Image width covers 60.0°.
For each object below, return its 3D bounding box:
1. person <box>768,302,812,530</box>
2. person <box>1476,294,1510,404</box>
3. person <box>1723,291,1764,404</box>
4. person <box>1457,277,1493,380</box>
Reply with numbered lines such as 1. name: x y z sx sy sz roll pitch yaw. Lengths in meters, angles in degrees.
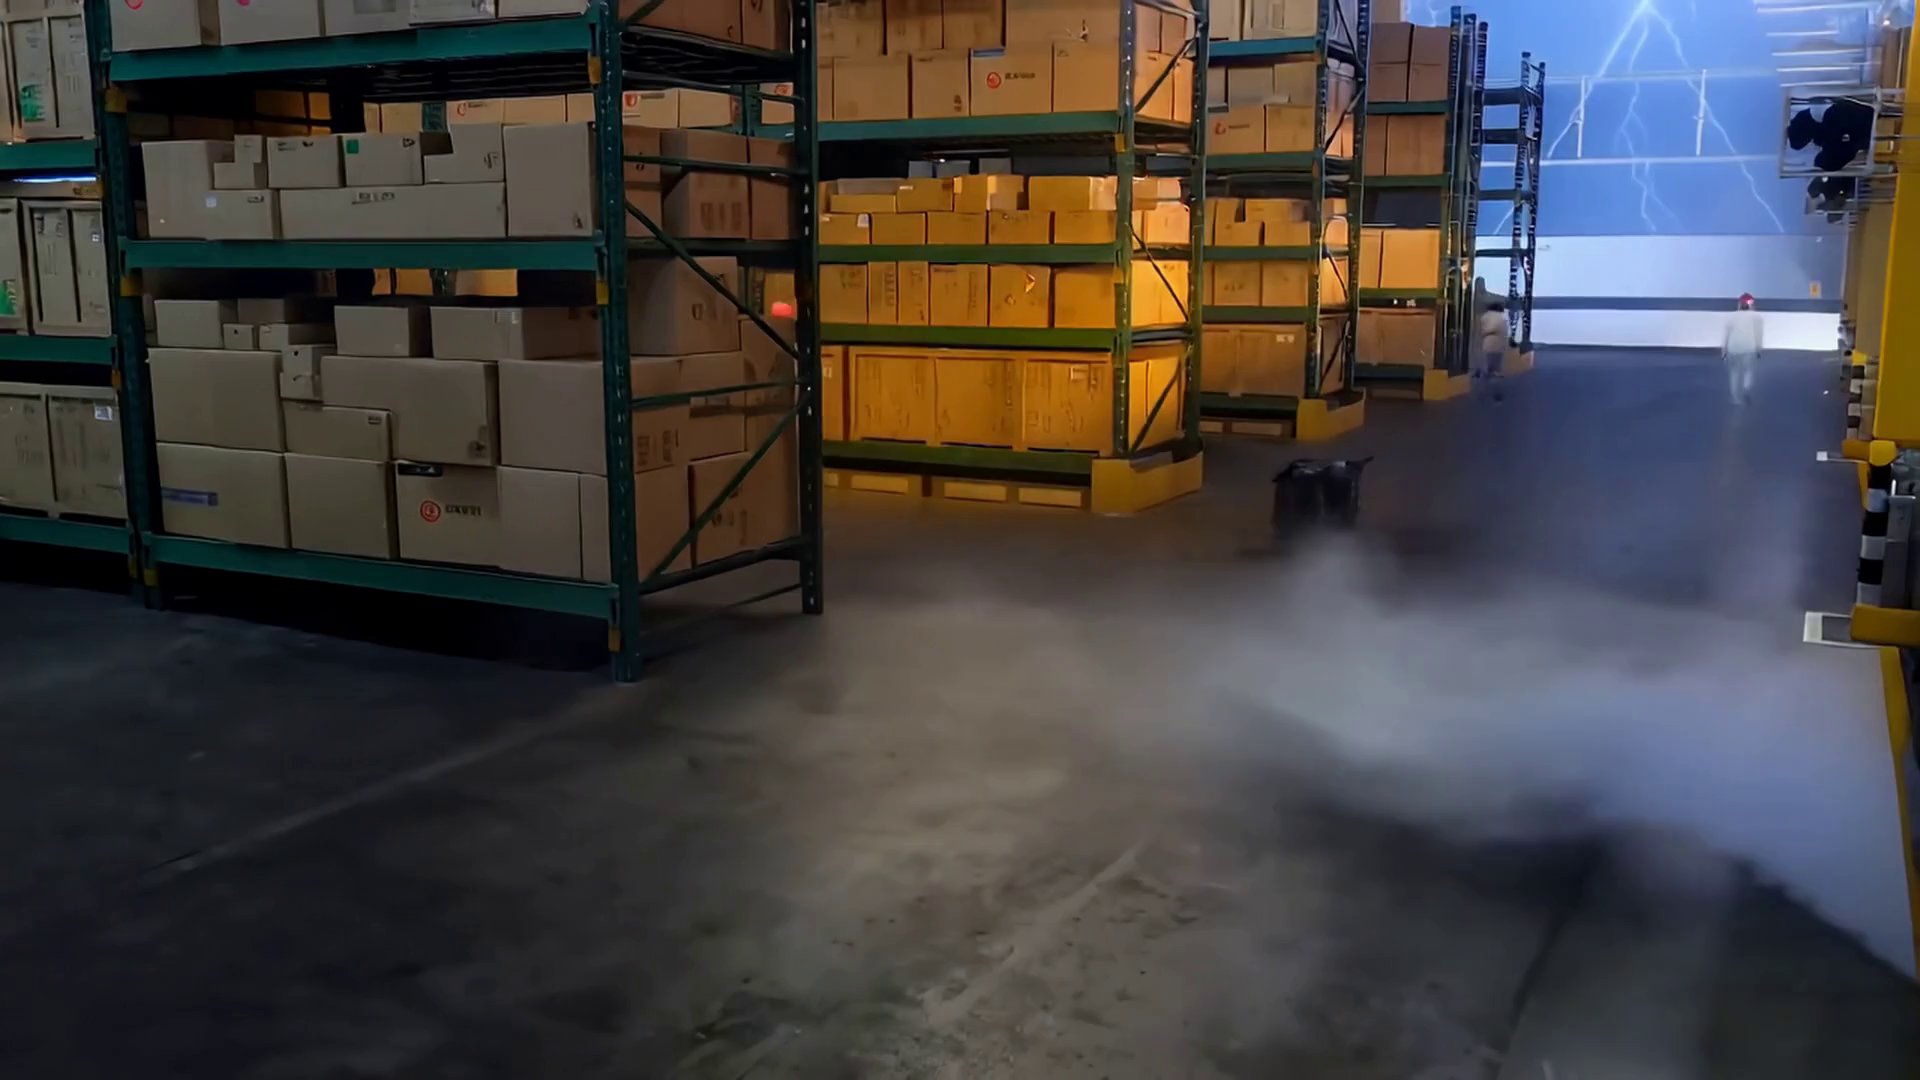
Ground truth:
1. person: -1.573 -1.030 13.983 0.882 1.914 0.639 1 10 5
2. person: 8.255 -2.955 25.763 0.525 1.700 0.417 8 12 38
3. person: 12.069 -2.957 25.659 0.568 1.740 0.487 4 11 24
4. person: 9.543 -3.886 30.629 0.656 1.882 0.652 -2 10 -12
